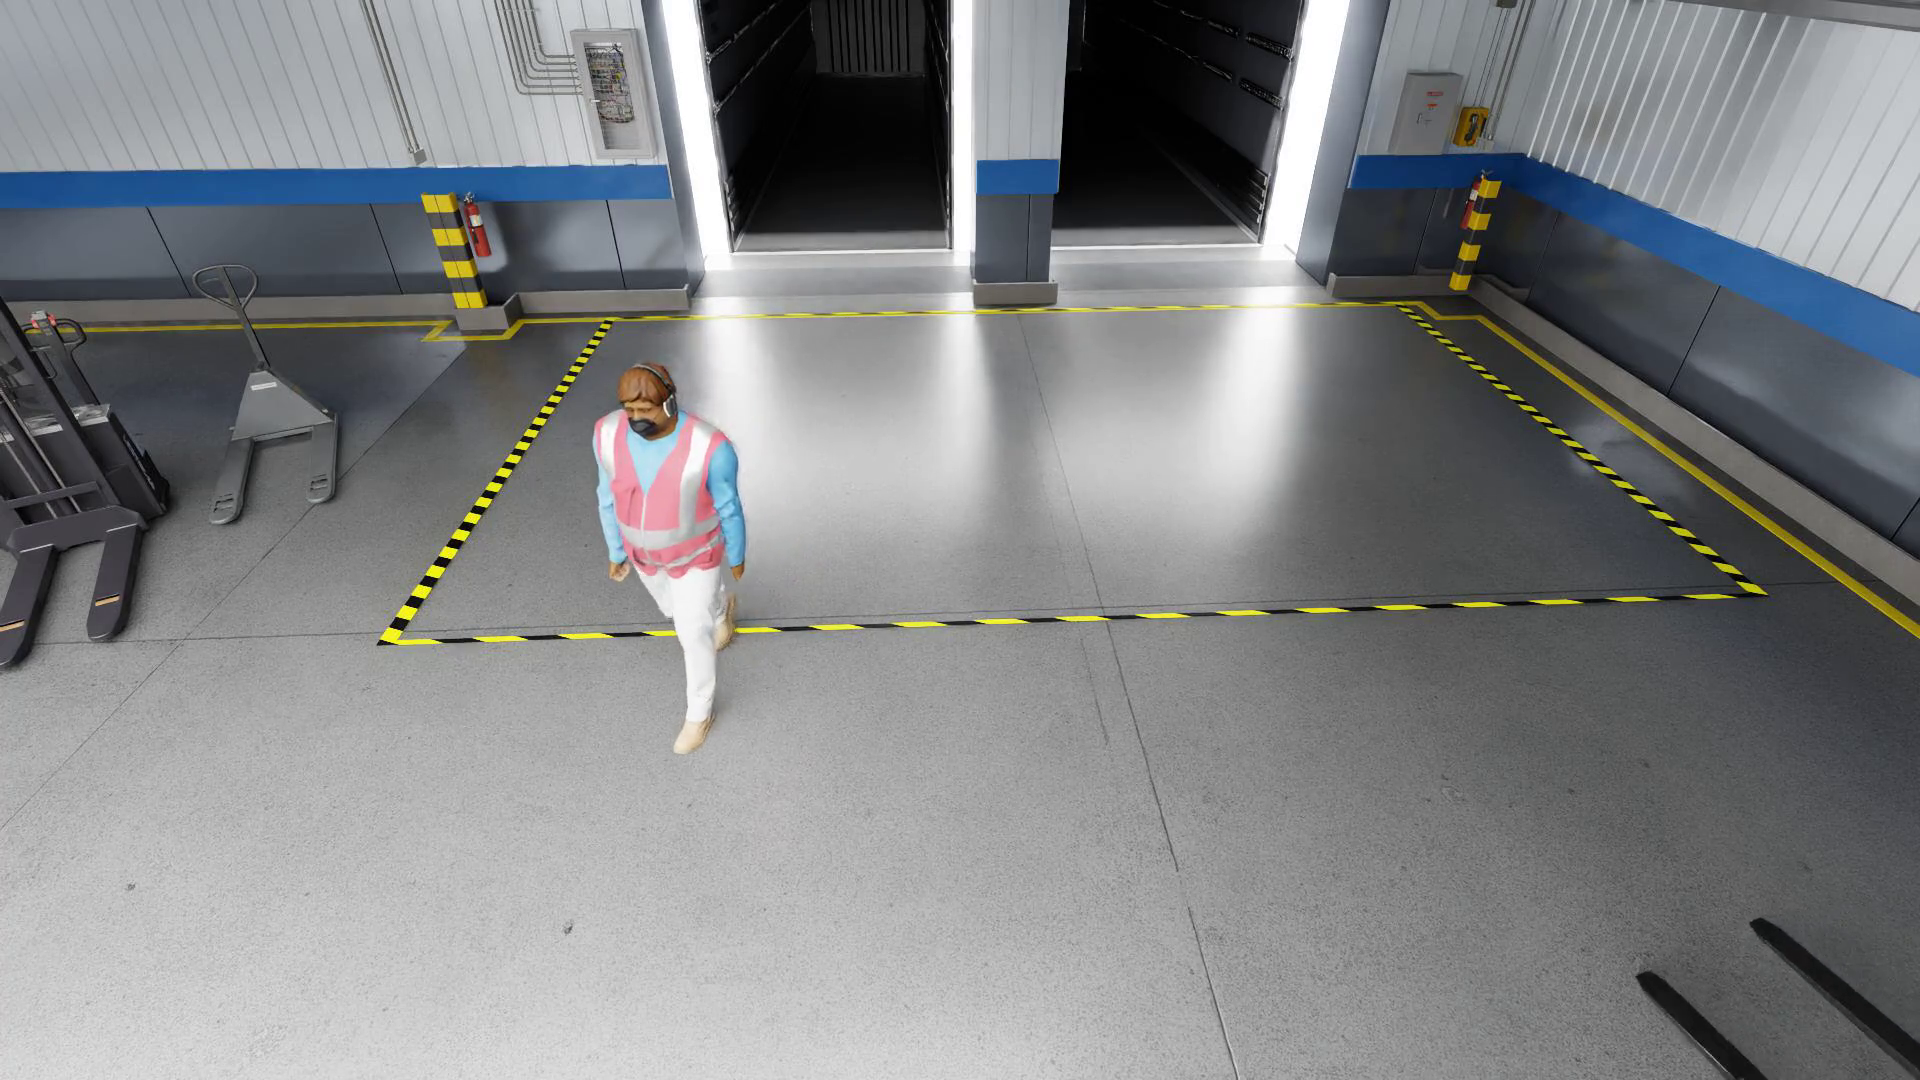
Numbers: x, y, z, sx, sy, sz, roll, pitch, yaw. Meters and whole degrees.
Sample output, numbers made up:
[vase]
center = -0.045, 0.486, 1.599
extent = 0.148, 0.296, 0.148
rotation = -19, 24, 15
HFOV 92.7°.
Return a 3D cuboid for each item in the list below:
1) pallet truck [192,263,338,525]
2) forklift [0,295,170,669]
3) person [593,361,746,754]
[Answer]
[pallet truck]
center = -4.778, -1.027, 6.128
extent = 0.680, 1.201, 1.601
rotation = -17, 38, -23
[forklift]
center = -5.212, -0.618, 4.878
extent = 0.823, 1.965, 1.885
rotation = -20, 39, -26
[person]
center = -1.245, 0.014, 4.140
extent = 0.616, 1.808, 0.934
rotation = 9, 36, 12
